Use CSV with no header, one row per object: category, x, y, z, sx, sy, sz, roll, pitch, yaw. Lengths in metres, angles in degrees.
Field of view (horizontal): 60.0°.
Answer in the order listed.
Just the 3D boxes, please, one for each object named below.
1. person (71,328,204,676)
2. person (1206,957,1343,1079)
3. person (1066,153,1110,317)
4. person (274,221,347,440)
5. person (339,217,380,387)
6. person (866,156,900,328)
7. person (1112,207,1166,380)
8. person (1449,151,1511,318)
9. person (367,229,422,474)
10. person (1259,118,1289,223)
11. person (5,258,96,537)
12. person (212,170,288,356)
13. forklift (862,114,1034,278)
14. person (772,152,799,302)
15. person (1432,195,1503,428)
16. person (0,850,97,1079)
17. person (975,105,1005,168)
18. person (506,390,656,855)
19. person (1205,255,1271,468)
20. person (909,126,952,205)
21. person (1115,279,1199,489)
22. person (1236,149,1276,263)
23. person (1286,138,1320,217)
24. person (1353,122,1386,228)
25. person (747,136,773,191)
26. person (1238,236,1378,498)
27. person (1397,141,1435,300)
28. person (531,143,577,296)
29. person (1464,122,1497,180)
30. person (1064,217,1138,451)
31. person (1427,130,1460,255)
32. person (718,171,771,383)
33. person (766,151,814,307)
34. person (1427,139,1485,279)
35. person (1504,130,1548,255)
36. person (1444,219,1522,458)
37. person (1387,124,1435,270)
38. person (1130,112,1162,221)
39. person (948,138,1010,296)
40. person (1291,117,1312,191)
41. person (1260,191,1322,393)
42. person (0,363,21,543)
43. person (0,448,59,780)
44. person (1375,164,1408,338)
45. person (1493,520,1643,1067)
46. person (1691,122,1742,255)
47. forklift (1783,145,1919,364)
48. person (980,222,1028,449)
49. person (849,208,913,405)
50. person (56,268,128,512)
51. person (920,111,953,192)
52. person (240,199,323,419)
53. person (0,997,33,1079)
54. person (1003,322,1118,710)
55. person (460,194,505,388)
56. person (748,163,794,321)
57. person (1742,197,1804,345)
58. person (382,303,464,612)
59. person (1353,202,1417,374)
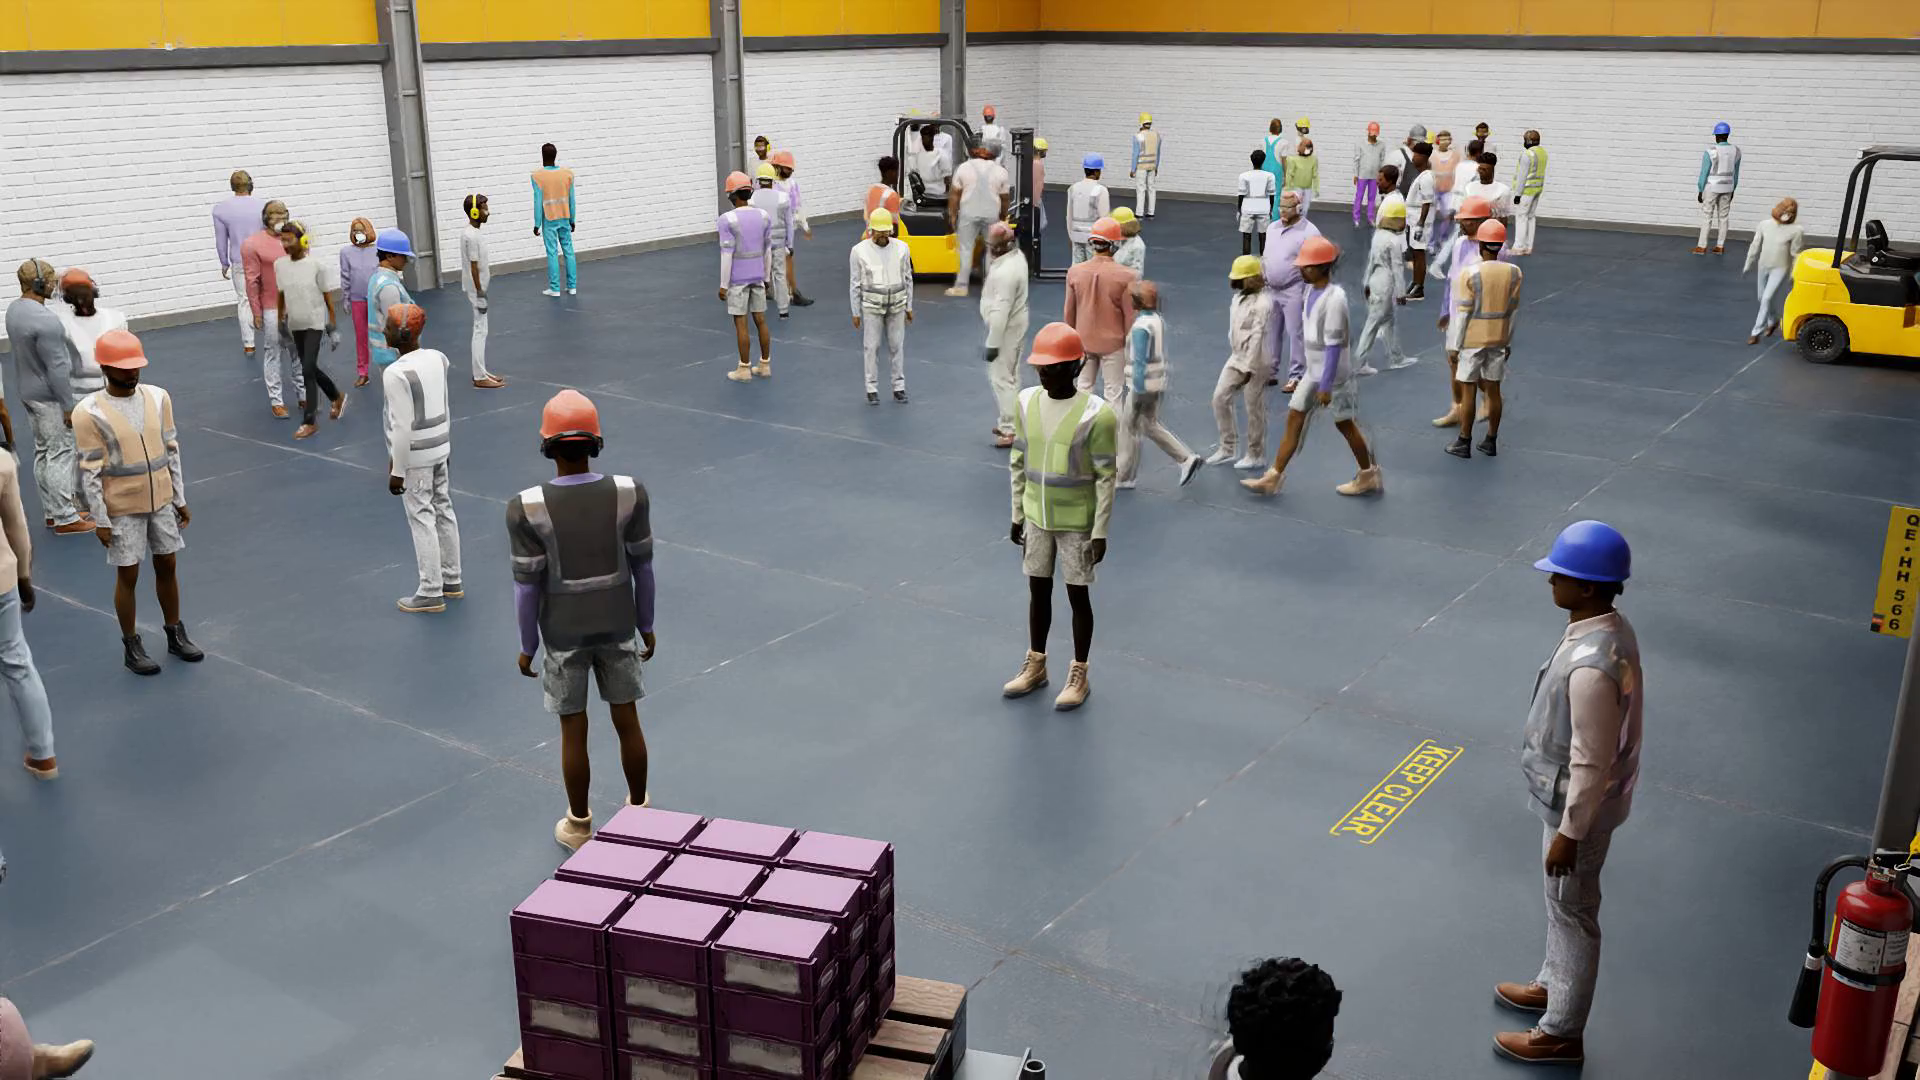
person,-4.479,-0.204,9.088,0.398,1.929,0.539,11,21,31
person,0.749,1.668,3.634,0.697,1.661,0.563,3,18,10
person,1.512,-3.526,19.433,0.406,1.946,0.608,-16,24,-41
person,-5.637,-1.861,14.419,0.531,1.840,0.907,4,18,12
person,-5.726,-2.305,16.122,0.499,1.634,0.279,-3,18,-9
person,-0.860,-3.409,19.086,0.420,1.949,0.613,-11,21,-32
person,1.714,-2.364,16.173,0.509,1.719,0.685,-6,19,-19
person,6.098,-3.550,19.479,0.603,1.966,0.368,16,24,41
person,-4.345,-1.422,12.870,0.402,1.938,0.604,-9,20,-26
person,5.116,-5.948,27.197,0.500,1.838,0.346,12,21,32
person,-6.285,-0.974,11.494,0.632,1.930,0.387,15,23,40
person,-7.475,-2.918,17.549,0.636,1.936,0.355,-5,18,-14
forklift,-0.171,-4.594,22.377,2.313,2.155,1.214,1,18,3
person,-2.207,-3.926,20.858,0.429,1.845,0.621,2,18,6
person,4.425,-1.963,14.418,0.501,2.027,0.616,-4,18,-12
person,-3.360,1.087,5.478,0.826,1.641,0.580,-1,18,-4
person,0.524,-6.704,29.421,0.558,1.920,0.655,1,18,4
person,-1.597,0.368,7.098,0.605,2.045,0.379,-8,20,-25
person,2.217,-1.388,13.128,0.560,1.710,0.489,-9,20,-26
person,-0.516,-5.026,24.148,0.957,1.923,0.625,-16,24,-41
person,1.450,-1.162,12.579,0.695,1.612,0.534,6,19,17
person,4.077,-4.525,22.967,0.540,1.695,0.317,-1,18,-2
person,5.393,-5.504,26.159,0.495,1.615,0.342,-4,18,-14
person,6.860,-6.122,27.883,0.561,1.743,0.335,-3,18,-8
person,-2.726,-4.678,23.165,0.532,1.870,0.315,3,18,10
person,2.681,-1.248,12.282,1.080,1.973,0.624,-4,18,-11
person,5.761,-4.006,20.908,0.367,1.966,0.607,2,18,6
person,-5.160,-4.078,21.208,0.587,1.920,0.391,-15,23,-39
person,8.101,-5.587,26.033,0.507,1.861,0.333,5,18,14
person,1.122,-1.548,13.172,0.612,1.994,0.395,9,20,26
person,7.121,-5.154,24.723,0.559,1.828,0.453,0,18,1
person,-2.124,-2.572,16.301,0.395,2.038,0.615,17,24,42
person,-2.216,-3.877,20.661,0.993,1.888,0.541,10,20,29
person,6.823,-4.468,22.513,0.992,1.877,0.613,-3,18,-10
person,8.451,-5.166,24.767,0.429,1.830,0.633,17,24,42
person,4.237,-1.626,13.509,0.542,1.938,0.357,-4,18,-13
person,6.331,-4.819,23.330,0.708,2.000,0.567,-5,18,-15
person,3.193,-6.465,28.814,0.589,1.834,0.403,-11,21,-30
person,0.226,-4.154,21.249,0.814,2.000,0.534,0,18,0
person,5.853,-6.368,28.620,0.319,1.767,0.534,6,19,17
person,3.104,-2.369,15.887,0.409,1.906,0.650,-15,23,-39
person,-6.083,-0.532,10.223,0.510,1.859,0.327,-10,20,-28
person,-4.588,0.226,7.679,0.543,1.996,0.641,11,21,31
person,4.762,-3.191,18.453,0.381,1.912,0.593,6,19,18
person,2.087,0.872,5.677,0.401,1.949,0.605,7,19,21
person,11.265,-5.221,24.757,0.604,1.939,0.416,-2,18,-7
forklift,9.803,-2.879,17.013,2.313,2.155,1.214,12,21,33
person,0.365,-1.725,13.929,0.410,1.878,0.742,3,18,11
person,-0.717,-2.156,15.363,0.602,1.820,0.403,-6,19,-19
person,-6.137,-1.008,11.746,0.911,1.847,0.592,14,23,38
person,-0.400,-6.052,27.352,0.552,1.937,0.356,2,18,6
person,-6.055,-2.071,14.902,0.370,1.938,0.627,16,23,40
person,-2.232,1.539,3.631,0.648,1.931,0.379,3,18,9
person,0.505,-0.116,8.613,0.609,2.044,0.395,12,22,34
person,-4.632,-2.396,16.049,0.324,1.862,0.511,-5,18,-15
person,-2.241,-3.479,19.475,0.600,1.832,0.404,-2,18,-7
person,8.960,-2.972,18.267,0.790,1.595,0.522,-14,22,-37
person,-3.267,-0.496,10.059,0.347,1.884,0.584,4,18,12
person,4.344,-2.514,16.635,0.825,1.707,0.512,-3,18,-9
